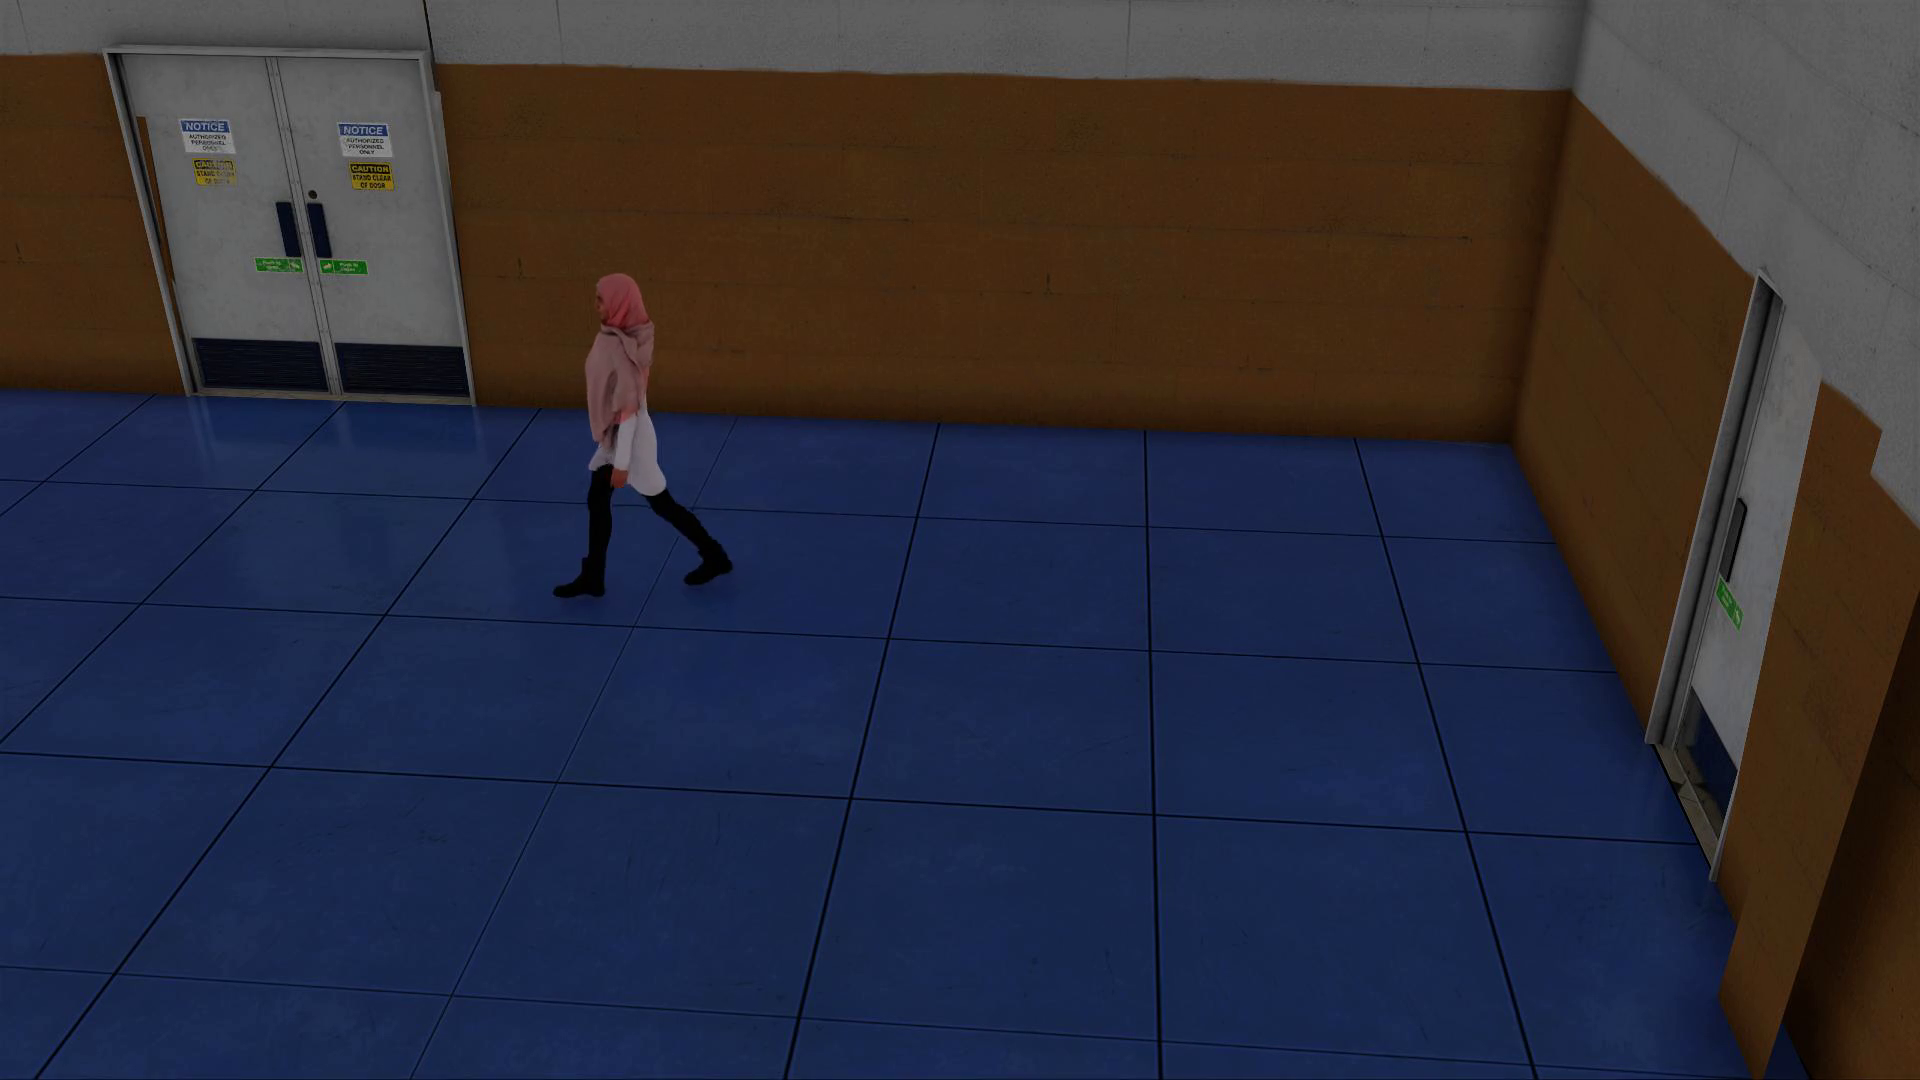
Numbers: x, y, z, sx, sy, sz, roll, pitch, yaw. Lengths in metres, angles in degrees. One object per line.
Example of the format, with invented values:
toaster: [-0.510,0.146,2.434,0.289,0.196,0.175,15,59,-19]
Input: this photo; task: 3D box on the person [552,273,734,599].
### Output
person: [-1.575,-0.475,8.467,0.986,1.759,1.203,-7,29,-13]
